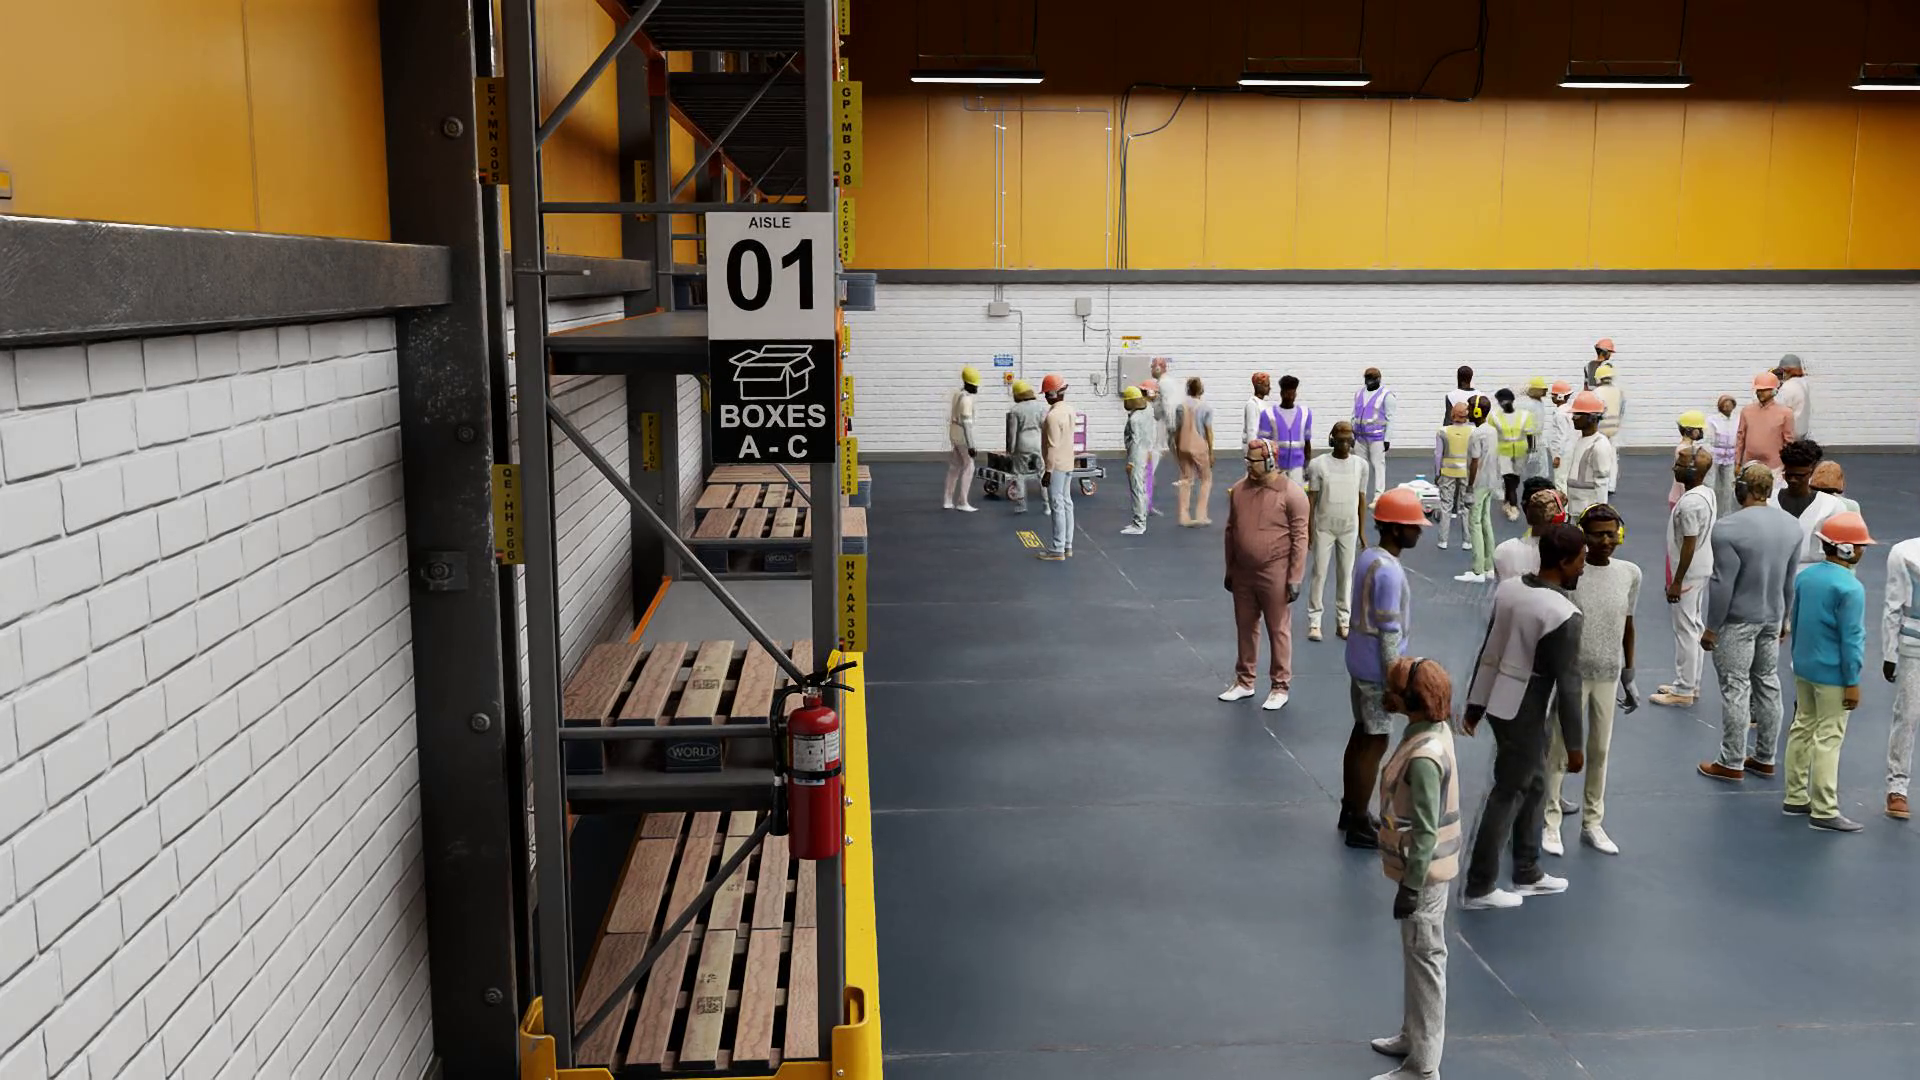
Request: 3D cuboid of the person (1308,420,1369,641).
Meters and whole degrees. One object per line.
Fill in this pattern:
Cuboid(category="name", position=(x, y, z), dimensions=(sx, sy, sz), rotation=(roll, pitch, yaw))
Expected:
Cuboid(category="person", position=(3.131, -0.076, 13.809), dimensions=(0.506, 1.846, 0.351), rotation=(0, 9, -2))

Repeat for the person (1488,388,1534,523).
Cuboid(category="person", position=(6.832, -1.065, 20.674), dimensions=(0.529, 1.637, 0.783), rotation=(1, 9, 6))

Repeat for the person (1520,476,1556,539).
Cuboid(category="person", position=(3.876, 0.414, 11.195), dimensions=(0.317, 1.695, 0.540), rotation=(3, 9, 17))

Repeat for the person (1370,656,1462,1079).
Cuboid(category="person", position=(1.707, 1.237, 6.212), dimensions=(0.311, 1.637, 0.512), rotation=(3, 9, 17))

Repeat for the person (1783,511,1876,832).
Cuboid(category="person", position=(4.796, 0.709, 9.157), dimensions=(0.338, 1.752, 0.565), rotation=(0, 9, -2))

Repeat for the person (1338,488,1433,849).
Cuboid(category="person", position=(2.264, 0.677, 8.844), dimensions=(0.418, 1.926, 0.547), rotation=(1, 9, 6))

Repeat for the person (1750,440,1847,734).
Cuboid(category="person", position=(5.482, 0.314, 10.992), dimensions=(0.613, 1.957, 0.387), rotation=(8, 12, 40))

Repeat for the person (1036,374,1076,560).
Cuboid(category="person", position=(1.026, -0.775, 17.757), dimensions=(0.392, 1.986, 0.610), rotation=(4, 10, 24))

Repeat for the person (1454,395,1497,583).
Cuboid(category="person", position=(5.145, -0.509, 16.498), dimensions=(0.321, 1.860, 0.506), rotation=(7, 12, 38))

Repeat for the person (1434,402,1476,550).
Cuboid(category="person", position=(5.496, -0.699, 18.360), dimensions=(0.522, 1.640, 0.306), rotation=(3, 10, 18))

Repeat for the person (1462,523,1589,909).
Cuboid(category="person", position=(2.749, 0.845, 7.903), dimensions=(0.725, 1.882, 0.629), rotation=(-2, 9, -10))

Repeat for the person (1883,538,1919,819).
Cuboid(category="person", position=(5.442, 0.633, 9.254), dimensions=(0.570, 1.879, 0.351), rotation=(3, 9, 17))

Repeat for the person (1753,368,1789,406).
Cuboid(category="person", position=(10.355, -1.273, 21.298), dimensions=(0.499, 1.861, 0.326), rotation=(-1, 9, -7))

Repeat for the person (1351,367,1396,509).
Cuboid(category="person", position=(5.341, -1.325, 21.665), dimensions=(0.429, 1.840, 0.636), rotation=(-7, 12, -39))

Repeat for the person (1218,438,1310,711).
Cuboid(category="person", position=(2.111, 0.236, 11.667), dimensions=(0.400, 1.903, 0.645), rotation=(-9, 13, -43))

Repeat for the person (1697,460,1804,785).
Cuboid(category="person", position=(4.709, 0.492, 9.943), dimensions=(0.631, 1.938, 0.362), rotation=(-3, 10, -19))

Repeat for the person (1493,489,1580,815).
Cuboid(category="person", position=(3.241, 0.632, 9.353), dimensions=(0.389, 1.847, 0.566), rotation=(-8, 12, -39))

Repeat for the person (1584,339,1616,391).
Cuboid(category="person", position=(10.137, -2.163, 26.325), dimensions=(0.392, 2.033, 0.605), rotation=(-3, 10, -18))

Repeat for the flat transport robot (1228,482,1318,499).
Cuboid(category="flat transport robot", position=(4.366, -0.664, 22.423), dimensions=(1.431, 0.197, 0.652), rotation=(1, 9, 4))

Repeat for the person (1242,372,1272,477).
Cuboid(category="person", position=(3.545, -1.061, 19.868), dimensions=(0.337, 1.882, 0.584), rotation=(4, 10, 22))

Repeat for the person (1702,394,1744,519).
Cuboid(category="person", position=(9.049, -0.923, 19.770), dimensions=(0.516, 1.640, 0.326), rotation=(0, 9, -1))

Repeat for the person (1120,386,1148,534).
Cuboid(category="person", position=(2.042, -0.939, 19.572), dimensions=(0.311, 1.735, 0.484), rotation=(3, 10, 18))

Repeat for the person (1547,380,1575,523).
Cuboid(category="person", position=(7.330, -1.075, 20.360), dimensions=(0.338, 1.752, 0.564), rotation=(4, 10, 26))

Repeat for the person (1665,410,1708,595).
Cuboid(category="person", position=(6.867, -0.345, 15.740), dimensions=(0.306, 1.770, 0.525), rotation=(4, 10, 23))

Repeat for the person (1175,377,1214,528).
Cuboid(category="person", position=(2.848, -1.048, 19.977), dimensions=(0.550, 1.817, 0.519), rotation=(7, 12, 38))

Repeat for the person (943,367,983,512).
Cuboid(category="person", position=(0.014, -1.290, 21.369), dimensions=(0.485, 1.881, 0.706), rotation=(-1, 9, -7))

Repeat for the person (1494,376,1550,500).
Cuboid(category="person", position=(7.584, -1.345, 22.214), dimensions=(0.493, 1.708, 0.849), rotation=(-9, 13, -44))

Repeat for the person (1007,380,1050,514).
Cuboid(category="person", position=(0.873, -1.174, 21.152), dimensions=(0.563, 1.709, 0.544), rotation=(-4, 10, -22))

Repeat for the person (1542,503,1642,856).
Cuboid(category="person", position=(3.299, 0.725, 8.698), dimensions=(0.518, 1.870, 0.323), rotation=(0, 9, -2))

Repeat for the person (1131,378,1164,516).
Cuboid(category="person", position=(2.366, -1.184, 21.122), dimensions=(0.366, 1.739, 0.603), rotation=(0, 9, -2))

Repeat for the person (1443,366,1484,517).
Cuboid(category="person", position=(6.312, -1.228, 20.857), dimensions=(0.599, 1.907, 0.409), rotation=(-4, 10, -21))

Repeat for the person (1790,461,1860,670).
Cuboid(category="person", position=(6.558, 0.211, 12.662), dimensions=(0.498, 1.634, 0.280), rotation=(7, 11, 37))

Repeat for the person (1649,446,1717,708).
Cuboid(category="person", position=(5.111, 0.258, 11.710), dimensions=(0.346, 1.847, 0.507), rotation=(6, 11, 35))

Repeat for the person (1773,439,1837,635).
Cuboid(category="person", position=(7.224, -0.052, 14.259), dimensions=(0.862, 1.652, 0.530), rotation=(-7, 12, -39))

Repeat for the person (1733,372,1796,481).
Cuboid(category="person", position=(8.719, -0.833, 18.087), dimensions=(0.396, 1.992, 0.623), rotation=(-7, 12, -38))

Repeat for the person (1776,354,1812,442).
Cuboid(category="person", position=(10.745, -1.432, 21.709), dimensions=(0.710, 2.000, 0.603), rotation=(-8, 12, -39))

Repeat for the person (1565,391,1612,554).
Cuboid(category="person", position=(5.360, -0.255, 14.307), dimensions=(0.378, 2.045, 0.605), rotation=(0, 9, 2))

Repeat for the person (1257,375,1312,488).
Cuboid(category="person", position=(3.555, -0.831, 18.221), dimensions=(0.648, 1.951, 0.530), rotation=(-1, 9, -4))

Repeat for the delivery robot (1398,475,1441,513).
Cuboid(category="delivery robot", position=(5.696, -0.563, 20.606), dimensions=(0.477, 0.478, 0.707), rotation=(-1, 9, -4))
